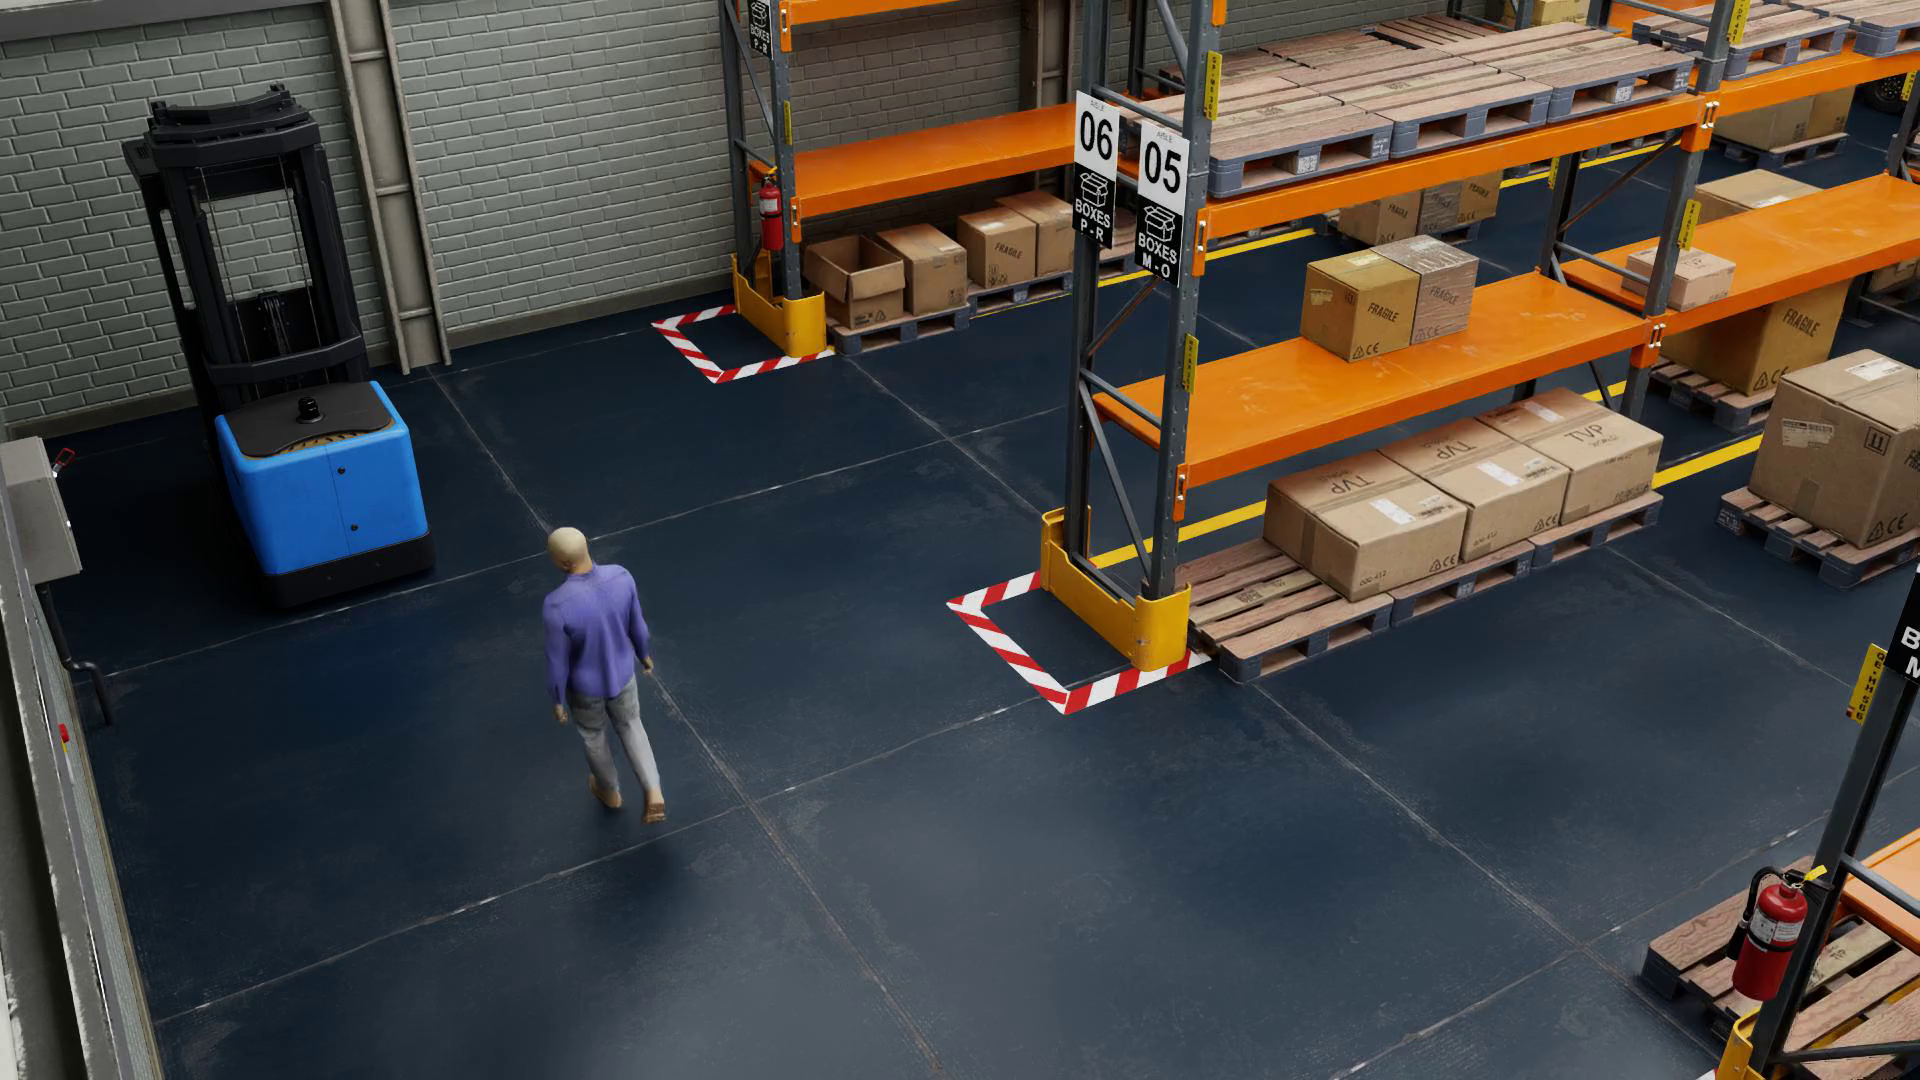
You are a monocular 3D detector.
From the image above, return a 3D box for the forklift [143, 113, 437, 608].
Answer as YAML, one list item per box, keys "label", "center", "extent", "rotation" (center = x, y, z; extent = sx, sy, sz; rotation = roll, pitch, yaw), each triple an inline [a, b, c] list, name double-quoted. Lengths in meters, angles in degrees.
- label: "forklift"
  center: [-4.289, -1.259, 10.509]
  extent: [1.129, 2.768, 1.873]
  rotation: [-17, 36, -26]

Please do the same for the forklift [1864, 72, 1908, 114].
- label: "forklift"
  center: [11.468, -5.645, 18.244]
  extent: [1.214, 2.155, 2.313]
  rotation: [-17, 36, -26]

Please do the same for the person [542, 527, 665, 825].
- label: "person"
  center: [-1.780, 0.714, 8.361]
  extent: [0.607, 1.766, 0.662]
  rotation: [-20, 37, -29]
